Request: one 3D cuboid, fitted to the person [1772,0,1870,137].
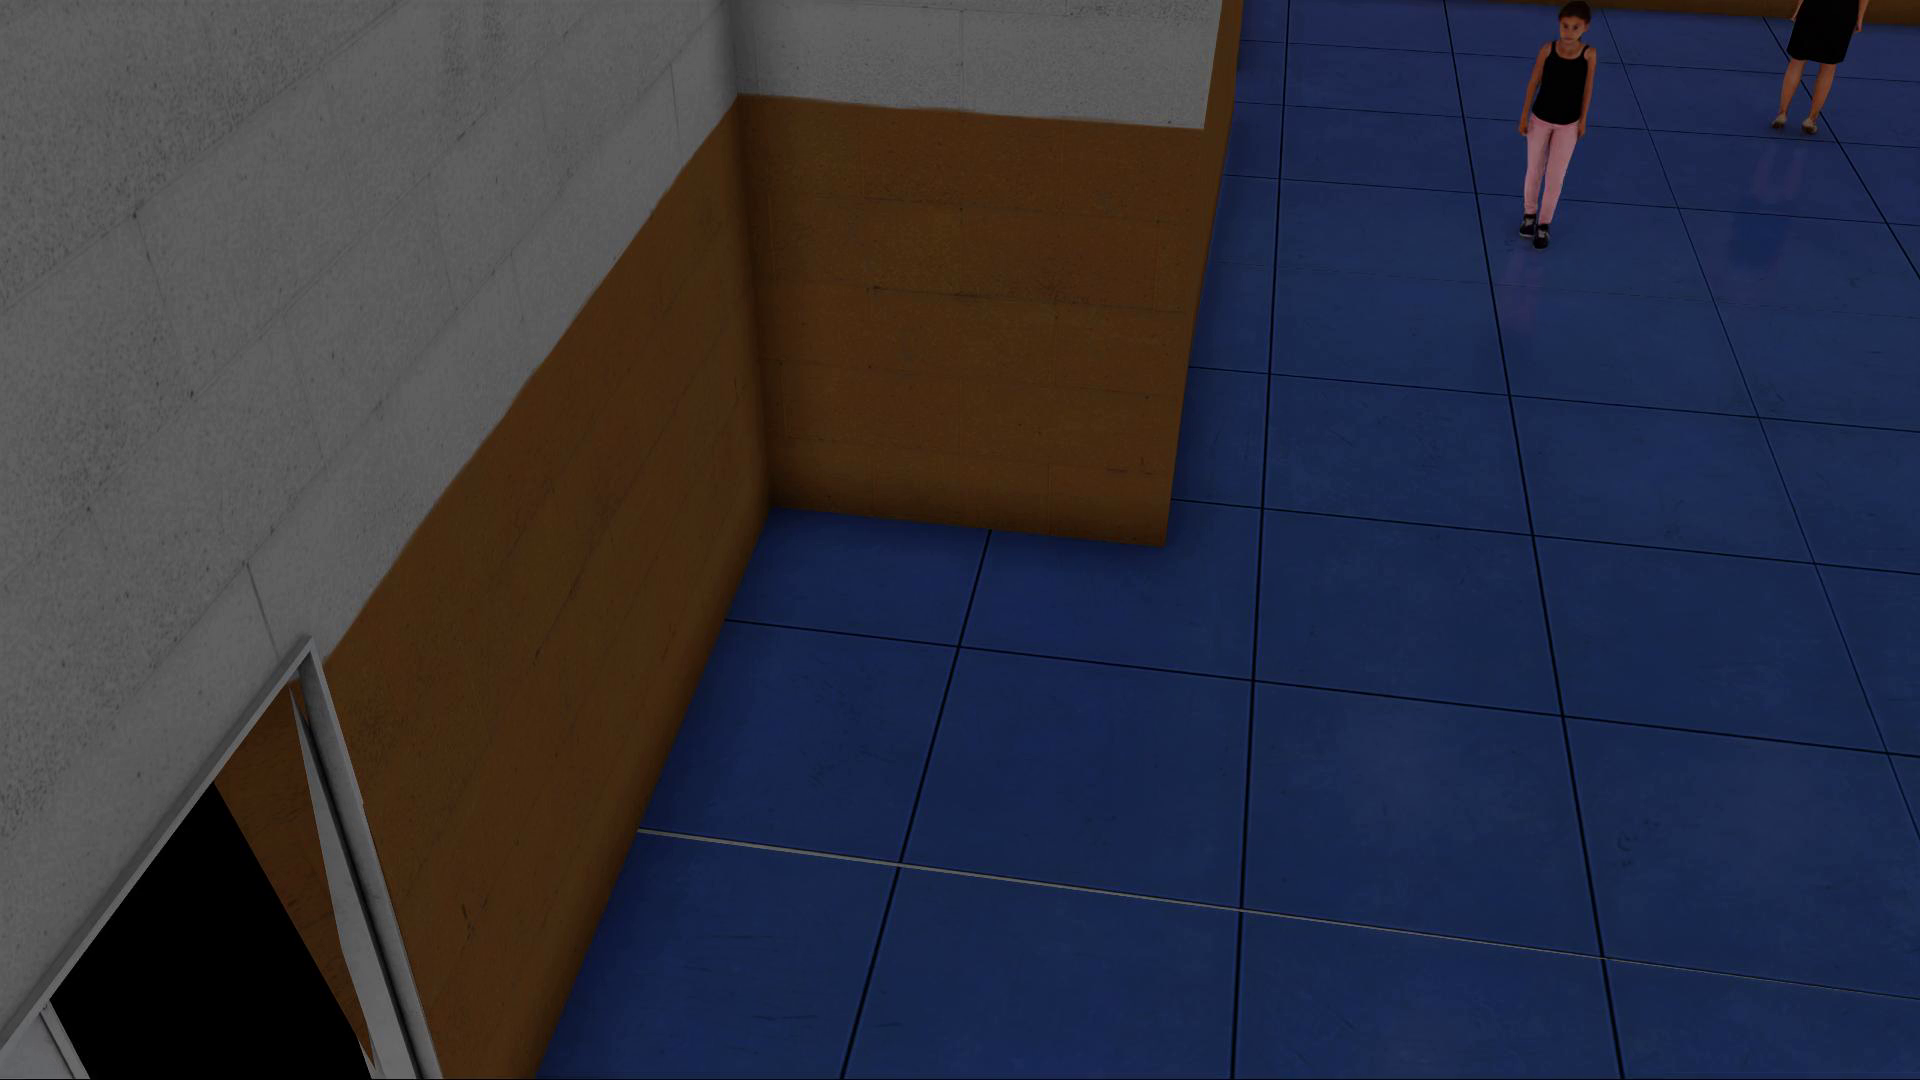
[{"bbox_3d":[6.130,-3.717,11.741,0.589,1.756,0.746,19,41,24],"label":"person"}]

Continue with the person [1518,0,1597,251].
[{"bbox_3d":[3.757,-2.652,10.496,0.665,1.545,0.687,14,39,18],"label":"person"}]
